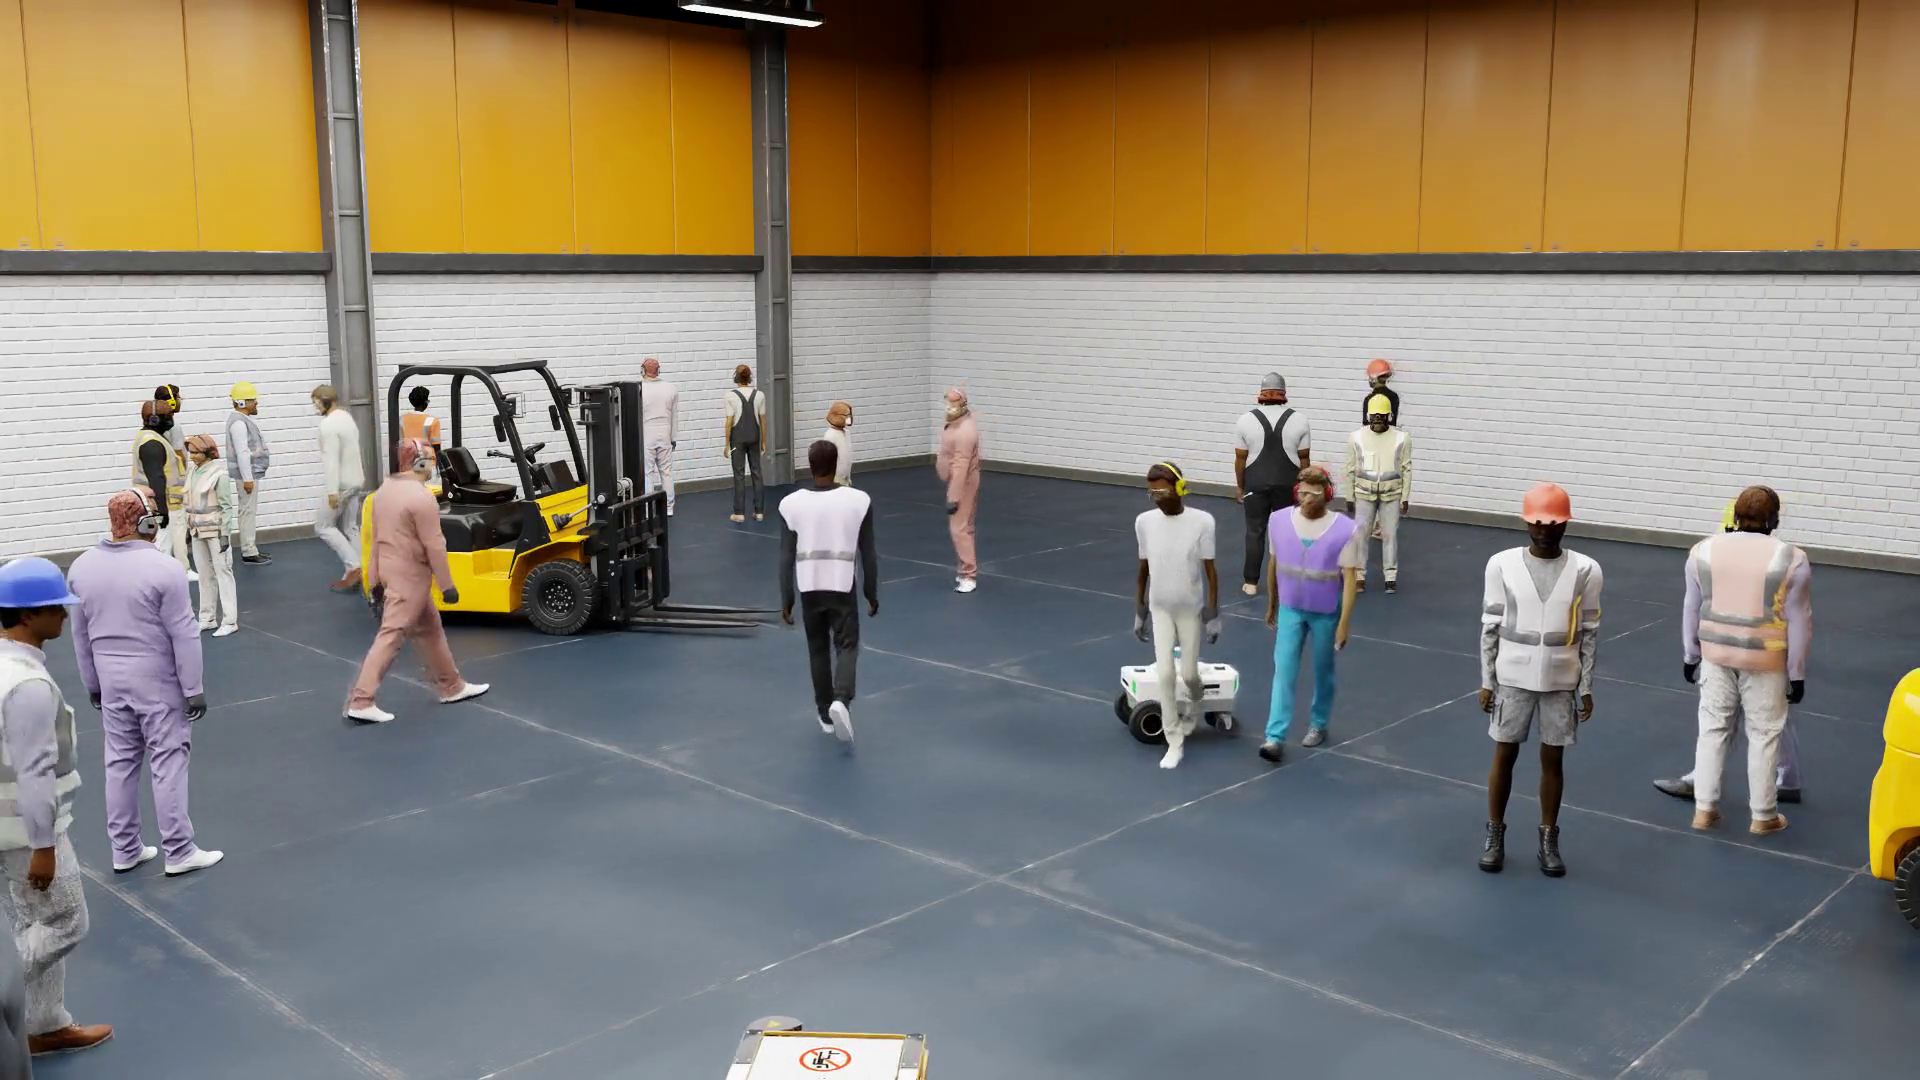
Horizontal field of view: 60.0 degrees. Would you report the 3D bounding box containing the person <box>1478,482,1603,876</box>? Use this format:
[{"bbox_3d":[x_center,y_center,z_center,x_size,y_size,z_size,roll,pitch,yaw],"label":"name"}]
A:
[{"bbox_3d":[2.810,0.676,8.083,0.547,1.937,0.379,3,10,15],"label":"person"}]

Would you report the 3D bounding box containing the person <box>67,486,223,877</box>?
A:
[{"bbox_3d":[-3.953,0.689,8.096,0.653,1.906,0.408,2,9,13],"label":"person"}]

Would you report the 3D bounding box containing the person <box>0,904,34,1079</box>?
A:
[{"bbox_3d":[-2.155,1.413,3.557,0.371,1.941,0.627,-6,11,-35],"label":"person"}]

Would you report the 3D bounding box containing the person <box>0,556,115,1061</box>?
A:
[{"bbox_3d":[-3.439,1.021,6.020,0.602,1.930,0.614,-8,12,-41],"label":"person"}]

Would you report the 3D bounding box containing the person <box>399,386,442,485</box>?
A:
[{"bbox_3d":[-5.837,-0.821,18.022,0.530,1.689,0.321,2,10,14],"label":"person"}]

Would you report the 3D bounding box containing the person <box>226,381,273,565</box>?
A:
[{"bbox_3d":[-7.119,-0.670,16.654,0.404,1.831,0.600,-4,10,-22],"label":"person"}]

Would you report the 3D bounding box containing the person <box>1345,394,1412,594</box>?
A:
[{"bbox_3d":[3.804,-0.419,15.148,0.589,1.827,0.403,2,10,14],"label":"person"}]

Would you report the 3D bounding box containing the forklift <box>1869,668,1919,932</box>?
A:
[{"bbox_3d":[5.205,0.723,7.013,2.313,2.155,1.214,9,13,43],"label":"forklift"}]

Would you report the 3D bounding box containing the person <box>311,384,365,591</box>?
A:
[{"bbox_3d":[-5.665,-0.466,15.178,0.442,1.905,0.661,0,9,1],"label":"person"}]

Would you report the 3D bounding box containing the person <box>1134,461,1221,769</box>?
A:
[{"bbox_3d":[1.332,0.417,10.037,0.543,1.831,0.706,4,10,21],"label":"person"}]

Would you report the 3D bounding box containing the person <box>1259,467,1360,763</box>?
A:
[{"bbox_3d":[2.074,0.445,9.967,0.582,1.778,1.007,4,10,25],"label":"person"}]

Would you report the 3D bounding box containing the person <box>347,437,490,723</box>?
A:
[{"bbox_3d":[-3.634,0.255,10.963,1.024,1.853,0.625,-8,12,-39],"label":"person"}]

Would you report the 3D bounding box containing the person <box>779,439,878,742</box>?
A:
[{"bbox_3d":[-0.823,0.322,10.392,0.614,1.891,0.729,0,9,-2],"label":"person"}]

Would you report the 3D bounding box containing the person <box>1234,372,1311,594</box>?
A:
[{"bbox_3d":[2.823,-0.518,15.089,0.678,2.000,0.537,1,9,9],"label":"person"}]

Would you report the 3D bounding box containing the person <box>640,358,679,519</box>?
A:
[{"bbox_3d":[-3.641,-1.198,19.672,0.641,1.909,0.409,-7,12,-38],"label":"person"}]

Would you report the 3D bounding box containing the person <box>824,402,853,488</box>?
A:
[{"bbox_3d":[-1.208,-0.567,16.638,0.267,1.631,0.507,3,10,19],"label":"person"}]

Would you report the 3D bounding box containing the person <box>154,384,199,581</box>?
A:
[{"bbox_3d":[-7.419,-0.532,15.698,0.512,1.873,0.329,6,11,31],"label":"person"}]

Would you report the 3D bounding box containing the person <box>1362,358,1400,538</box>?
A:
[{"bbox_3d":[4.561,-0.992,18.169,0.624,1.976,0.467,-7,12,-38],"label":"person"}]

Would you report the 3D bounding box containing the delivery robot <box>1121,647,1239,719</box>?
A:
[{"bbox_3d":[1.391,0.920,10.528,0.707,0.478,0.477,-1,9,-7],"label":"delivery robot"}]

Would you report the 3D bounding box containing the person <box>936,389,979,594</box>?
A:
[{"bbox_3d":[-0.025,-0.467,15.345,0.396,1.866,0.770,0,9,-2],"label":"person"}]

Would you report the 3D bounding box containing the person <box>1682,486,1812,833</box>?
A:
[{"bbox_3d":[4.098,0.641,8.697,0.645,1.841,0.560,9,13,44],"label":"person"}]

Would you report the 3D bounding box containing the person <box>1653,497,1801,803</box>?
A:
[{"bbox_3d":[4.285,0.616,9.137,0.823,1.717,0.524,2,9,11],"label":"person"}]

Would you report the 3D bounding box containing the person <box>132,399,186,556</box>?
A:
[{"bbox_3d":[-6.852,-0.287,14.280,0.430,1.843,0.625,-5,10,-27],"label":"person"}]

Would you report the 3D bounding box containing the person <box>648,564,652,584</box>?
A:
[{"bbox_3d":[-3.227,-0.364,15.352,0.907,1.649,0.544,-2,10,-13],"label":"person"}]

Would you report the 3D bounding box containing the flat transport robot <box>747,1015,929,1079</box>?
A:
[{"bbox_3d":[-0.479,1.945,5.398,0.652,0.197,1.431,1,9,3],"label":"flat transport robot"}]

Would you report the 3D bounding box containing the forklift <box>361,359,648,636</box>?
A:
[{"bbox_3d":[-3.850,-0.407,13.936,2.313,2.155,1.214,2,9,11],"label":"forklift"}]

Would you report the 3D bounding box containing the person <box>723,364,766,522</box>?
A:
[{"bbox_3d":[-2.513,-1.123,19.428,0.519,1.848,0.360,-5,10,-27],"label":"person"}]

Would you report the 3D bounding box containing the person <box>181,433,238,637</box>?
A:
[{"bbox_3d":[-6.043,-0.040,13.387,0.514,1.640,0.310,5,11,29],"label":"person"}]
